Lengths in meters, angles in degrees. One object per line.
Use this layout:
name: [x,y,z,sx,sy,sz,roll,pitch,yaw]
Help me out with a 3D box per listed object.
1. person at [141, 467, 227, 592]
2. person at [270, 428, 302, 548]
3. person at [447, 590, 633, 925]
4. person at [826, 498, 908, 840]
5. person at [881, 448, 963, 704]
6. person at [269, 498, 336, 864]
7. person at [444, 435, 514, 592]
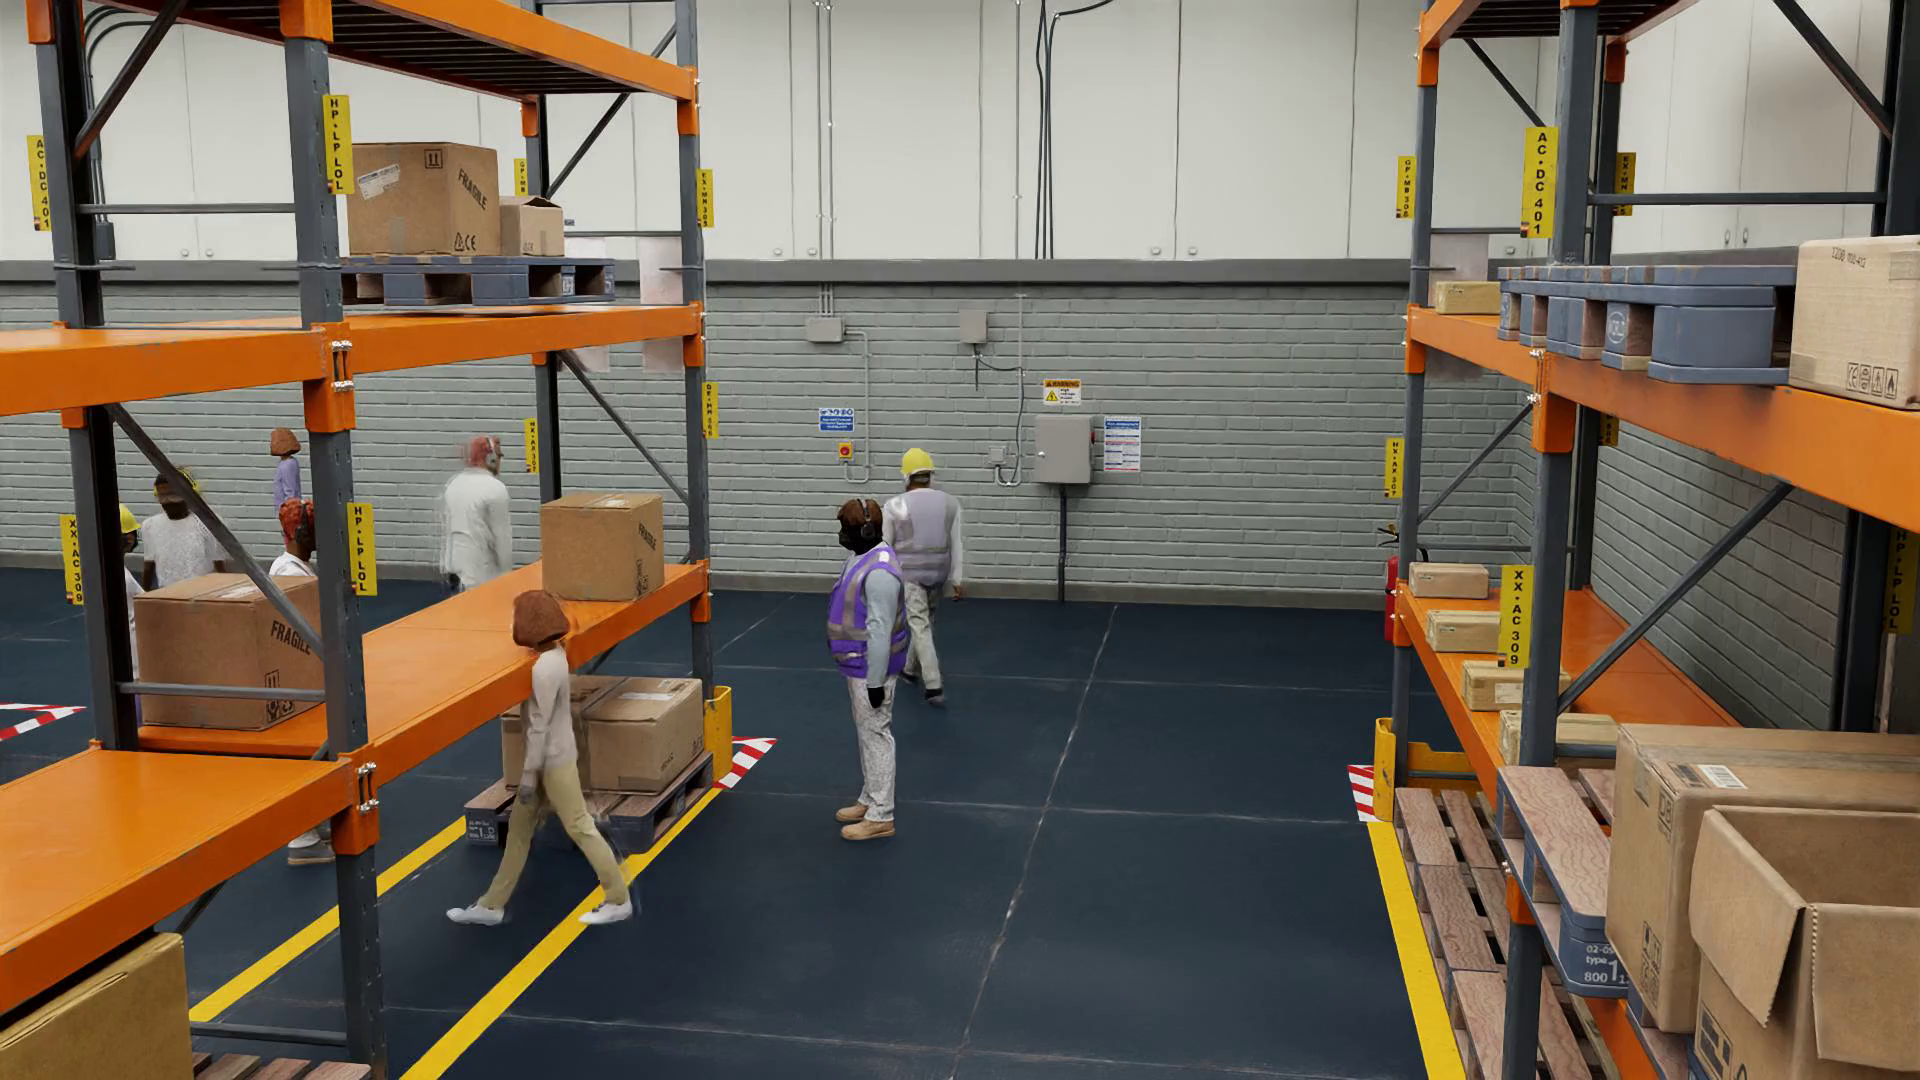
person: [-4.865,0.428,10.536,0.568,1.831,0.896,0,9,2]
person: [-6.002,-0.184,14.877,0.279,1.634,0.499,-3,10,-18]
person: [-1.921,1.014,7.626,0.847,1.582,0.515,-2,9,-13]
person: [-0.500,0.682,8.941,0.429,1.837,0.625,-2,9,-11]
person: [-0.290,0.242,11.813,0.601,1.783,0.959,-4,10,-24]
person: [-3.385,0.717,8.588,0.350,1.879,0.579,-4,10,-22]
person: [-3.500,0.190,11.866,0.879,1.869,0.630,-8,12,-42]
